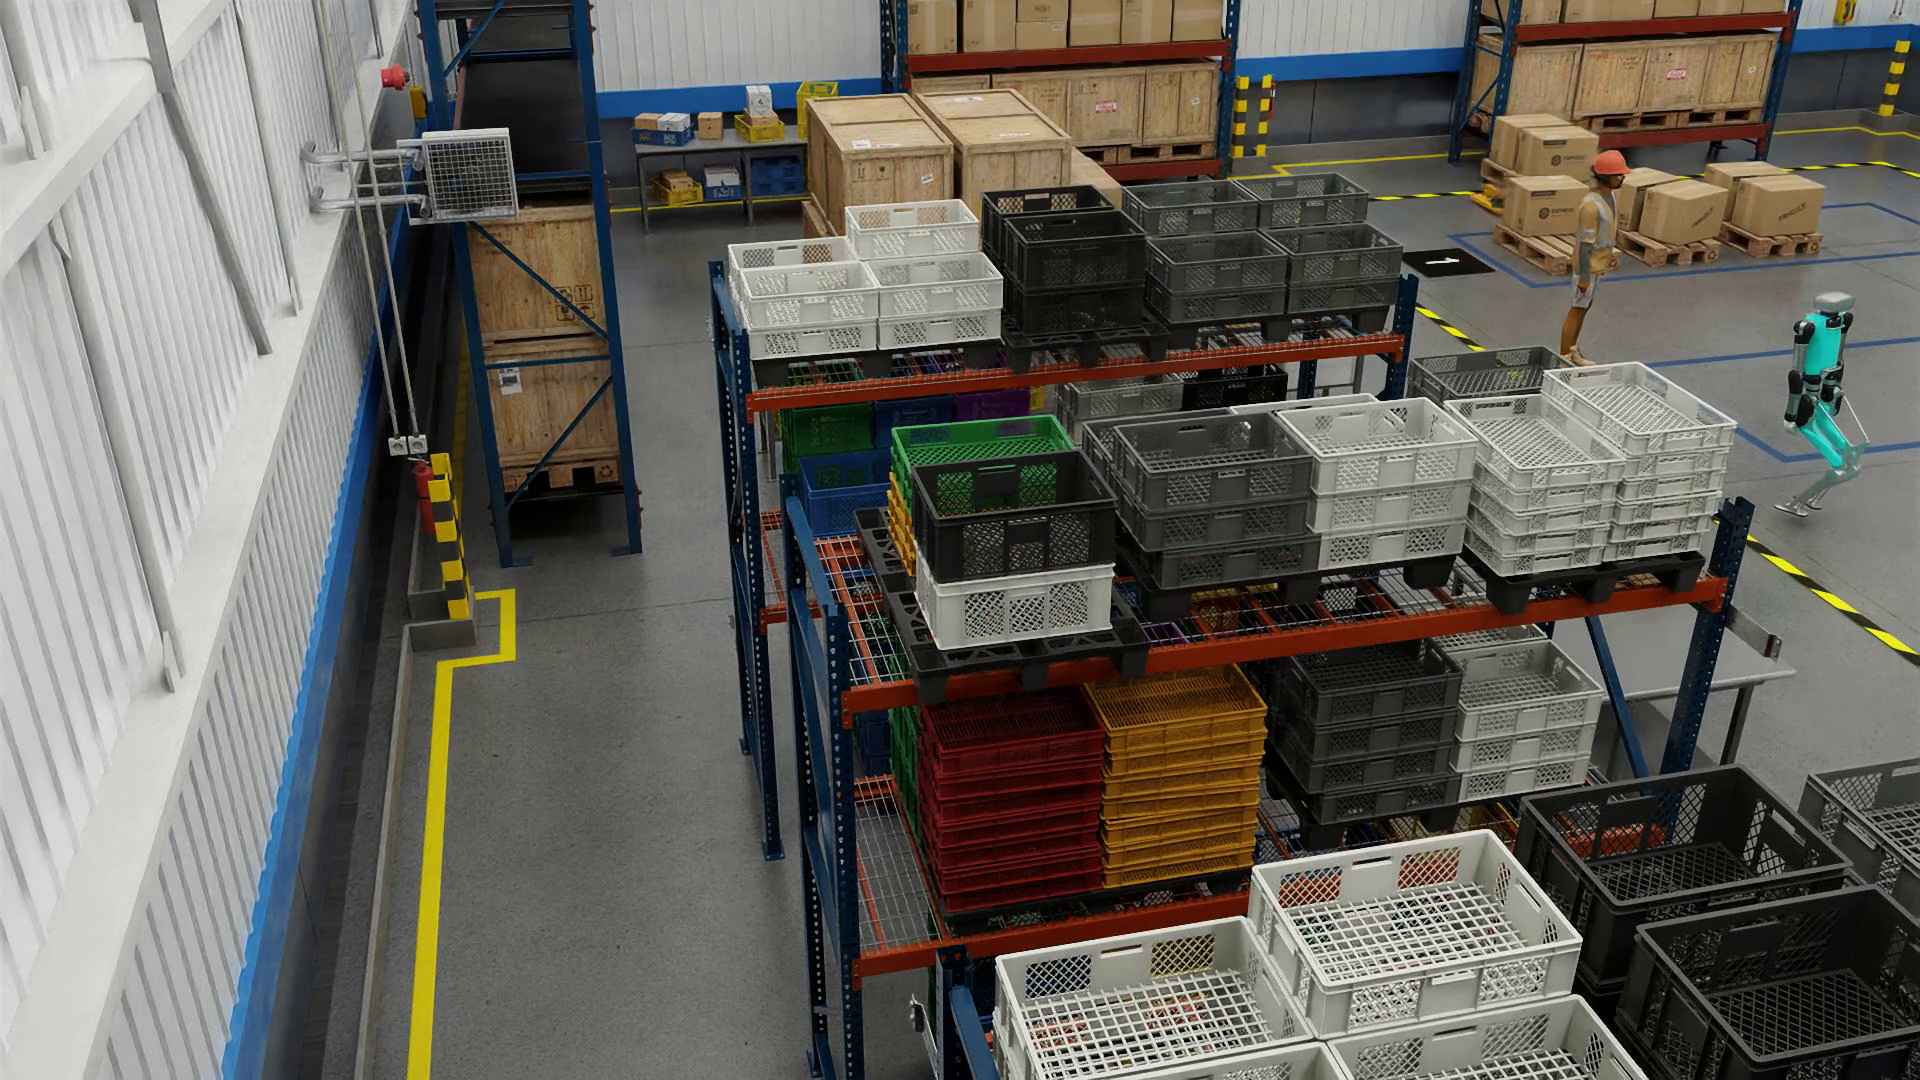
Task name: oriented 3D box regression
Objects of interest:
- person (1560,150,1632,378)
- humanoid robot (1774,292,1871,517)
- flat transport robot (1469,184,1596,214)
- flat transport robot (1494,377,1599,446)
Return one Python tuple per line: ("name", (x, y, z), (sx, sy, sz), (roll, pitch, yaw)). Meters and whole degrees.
("person", (5.621, -2.440, 14.771), (0.365, 2.048, 0.606), (16, 32, 28))
("humanoid robot", (6.365, -0.935, 12.108), (0.533, 1.672, 0.735), (-14, 31, -25))
("flat transport robot", (6.883, -4.109, 19.813), (1.431, 0.197, 0.652), (-6, 28, -12))
("flat transport robot", (4.780, -1.036, 14.013), (0.659, 0.231, 1.431), (-6, 28, -12))
